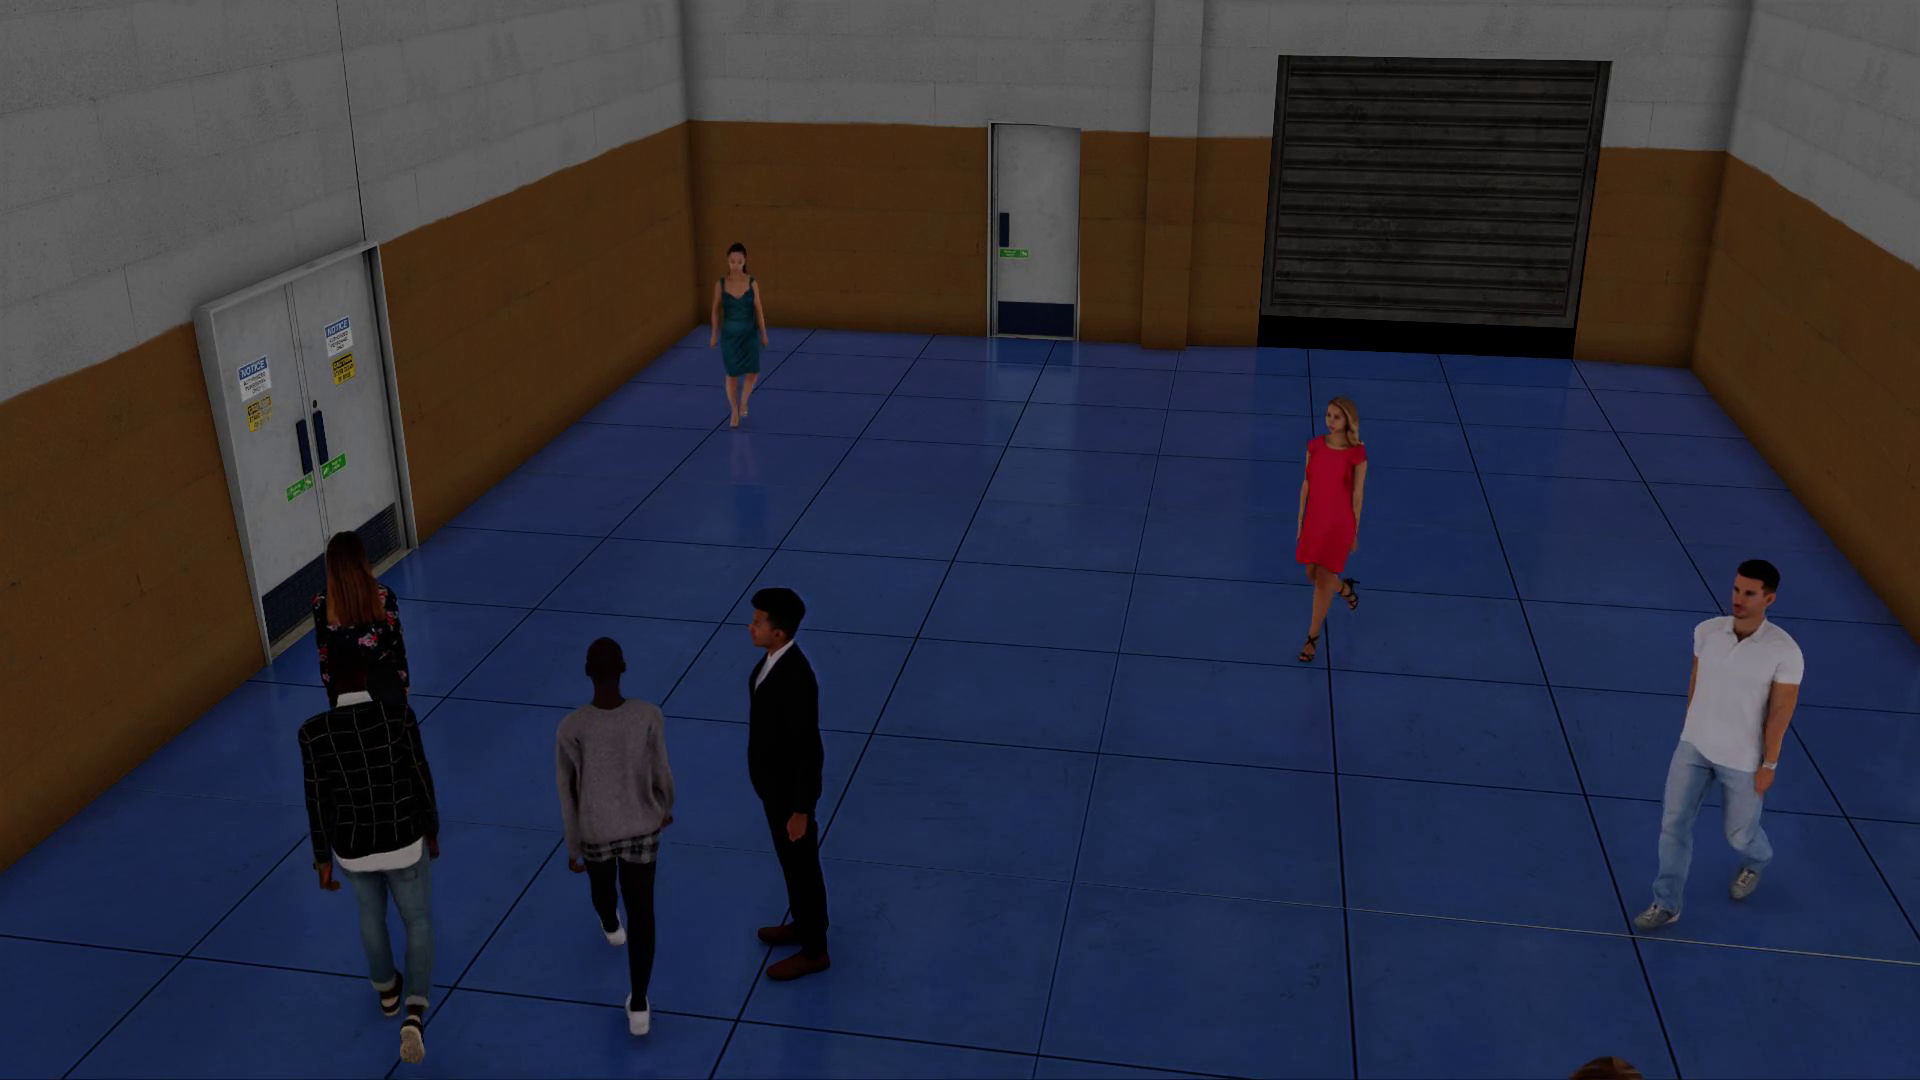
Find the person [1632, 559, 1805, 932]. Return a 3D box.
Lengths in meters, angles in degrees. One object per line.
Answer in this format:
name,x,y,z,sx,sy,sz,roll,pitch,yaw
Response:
person,3.607,0.950,7.722,1.180,1.840,1.138,-16,27,-34

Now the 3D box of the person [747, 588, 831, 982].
person,-0.743,1.069,7.371,0.724,1.881,0.775,-6,23,-14

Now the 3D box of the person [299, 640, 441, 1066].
person,-2.408,1.307,6.890,1.109,1.797,1.000,-6,23,-15

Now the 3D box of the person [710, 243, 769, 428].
person,-1.952,-1.812,14.815,0.651,1.675,0.795,0,22,0

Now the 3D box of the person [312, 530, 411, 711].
person,-3.012,0.742,8.447,0.591,1.683,0.705,-7,23,-16

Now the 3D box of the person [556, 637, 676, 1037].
person,-1.432,1.283,7.040,1.178,1.730,1.051,-6,23,-15

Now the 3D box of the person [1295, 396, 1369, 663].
person,2.377,-0.099,10.515,0.974,1.703,0.932,18,28,37
